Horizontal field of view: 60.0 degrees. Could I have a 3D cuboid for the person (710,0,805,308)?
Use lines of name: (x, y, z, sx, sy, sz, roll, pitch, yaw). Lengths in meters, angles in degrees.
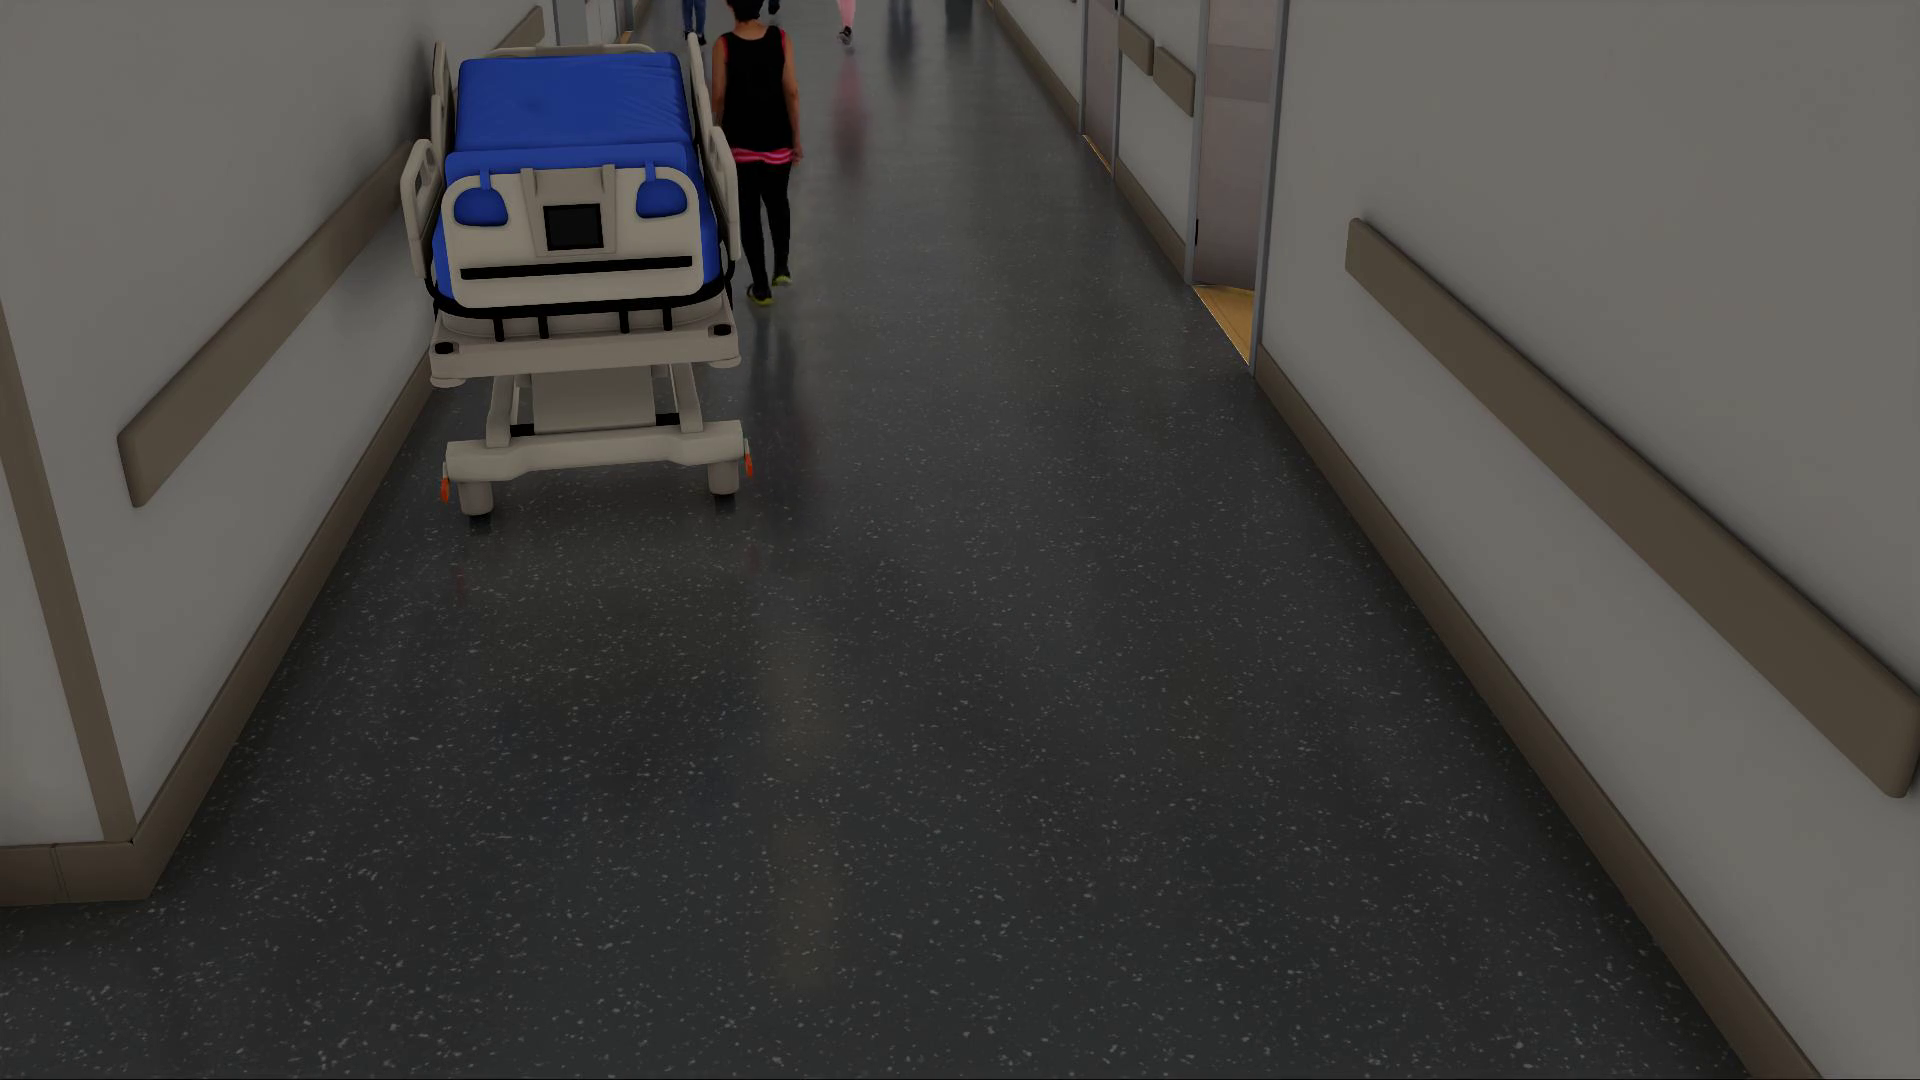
person: (-0.919, -1.832, 7.682, 0.577, 1.544, 0.689, -10, 27, -19)
